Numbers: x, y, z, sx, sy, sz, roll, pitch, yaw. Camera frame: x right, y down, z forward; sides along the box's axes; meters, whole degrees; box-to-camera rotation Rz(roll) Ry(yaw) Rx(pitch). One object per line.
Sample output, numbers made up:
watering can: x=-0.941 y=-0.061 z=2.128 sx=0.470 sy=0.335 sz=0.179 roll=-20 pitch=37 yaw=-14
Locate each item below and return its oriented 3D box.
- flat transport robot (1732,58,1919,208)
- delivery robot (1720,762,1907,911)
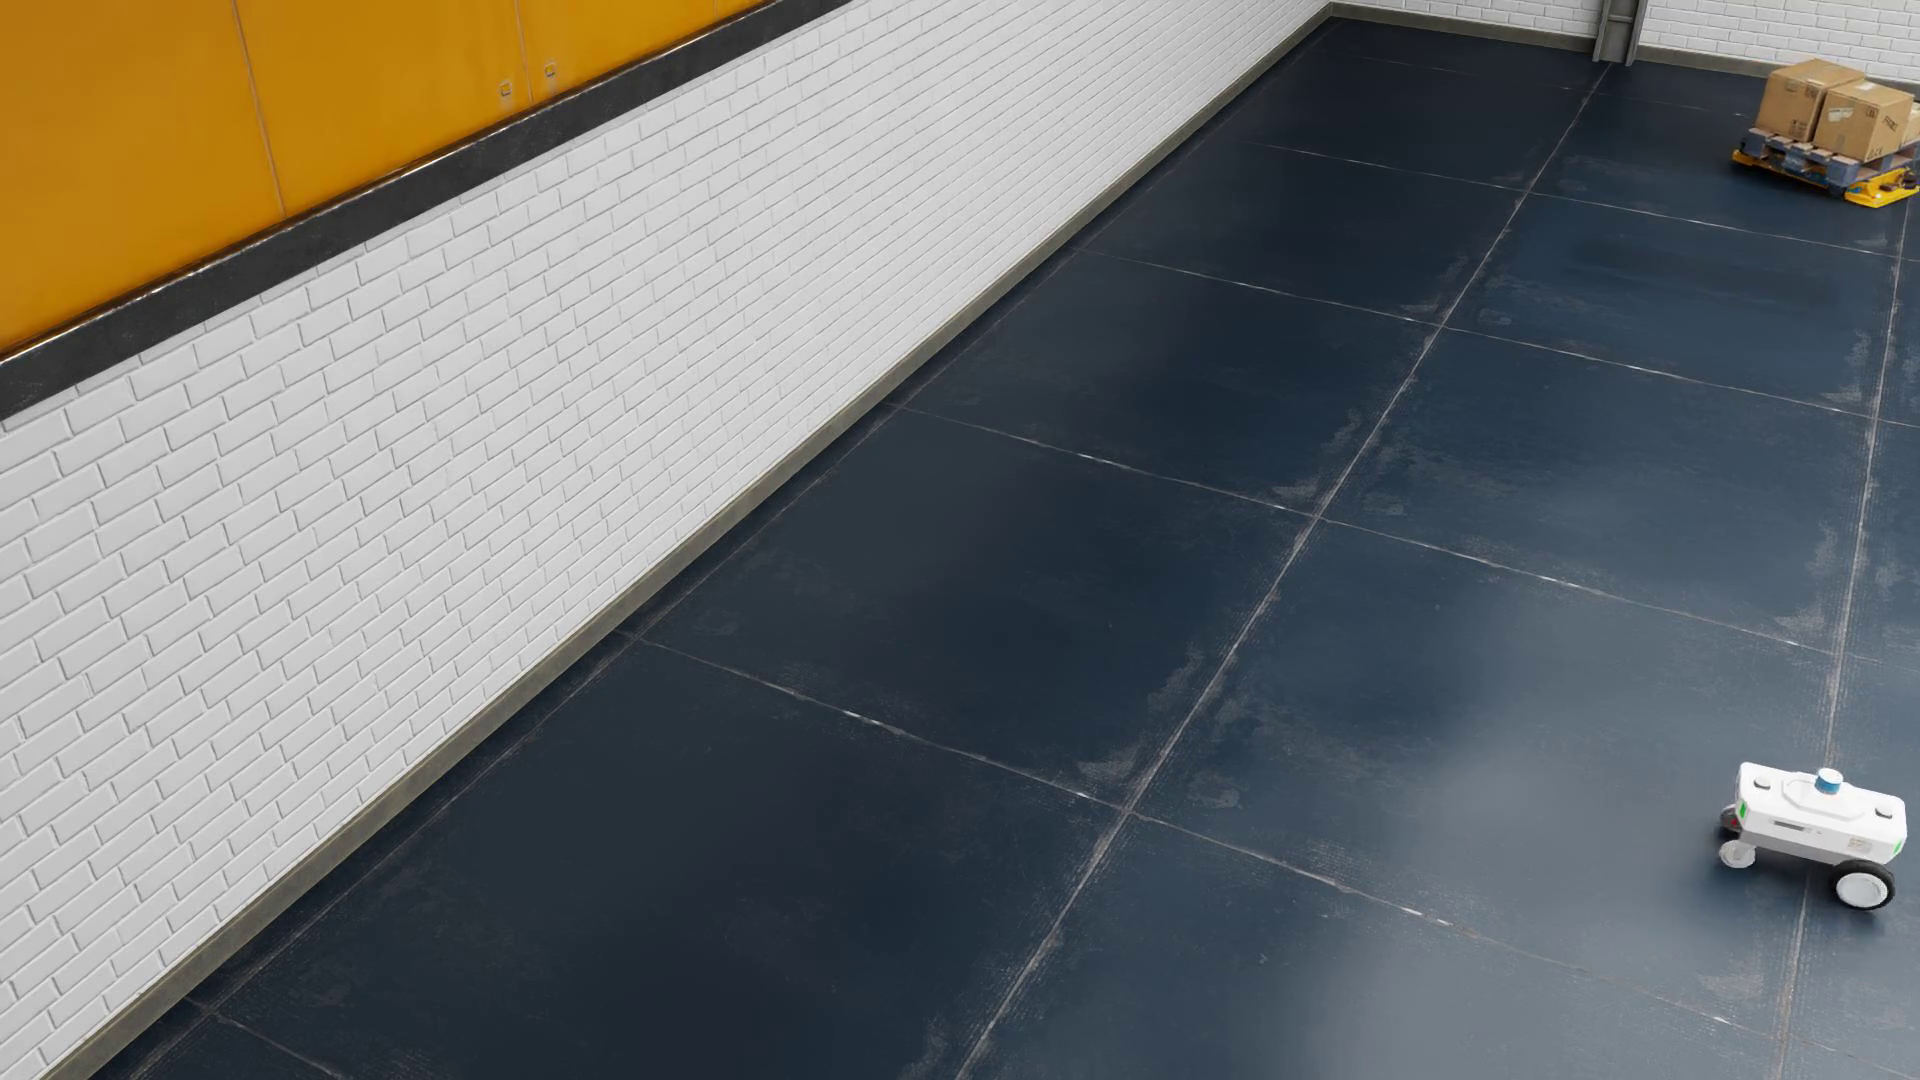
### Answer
flat transport robot: x=7.792 y=-3.355 z=14.969 sx=0.659 sy=0.231 sz=1.431 roll=-21 pitch=39 yaw=-28
delivery robot: x=4.007 y=1.336 z=7.750 sx=0.791 sy=0.614 sz=0.499 roll=13 pitch=36 yaw=18
